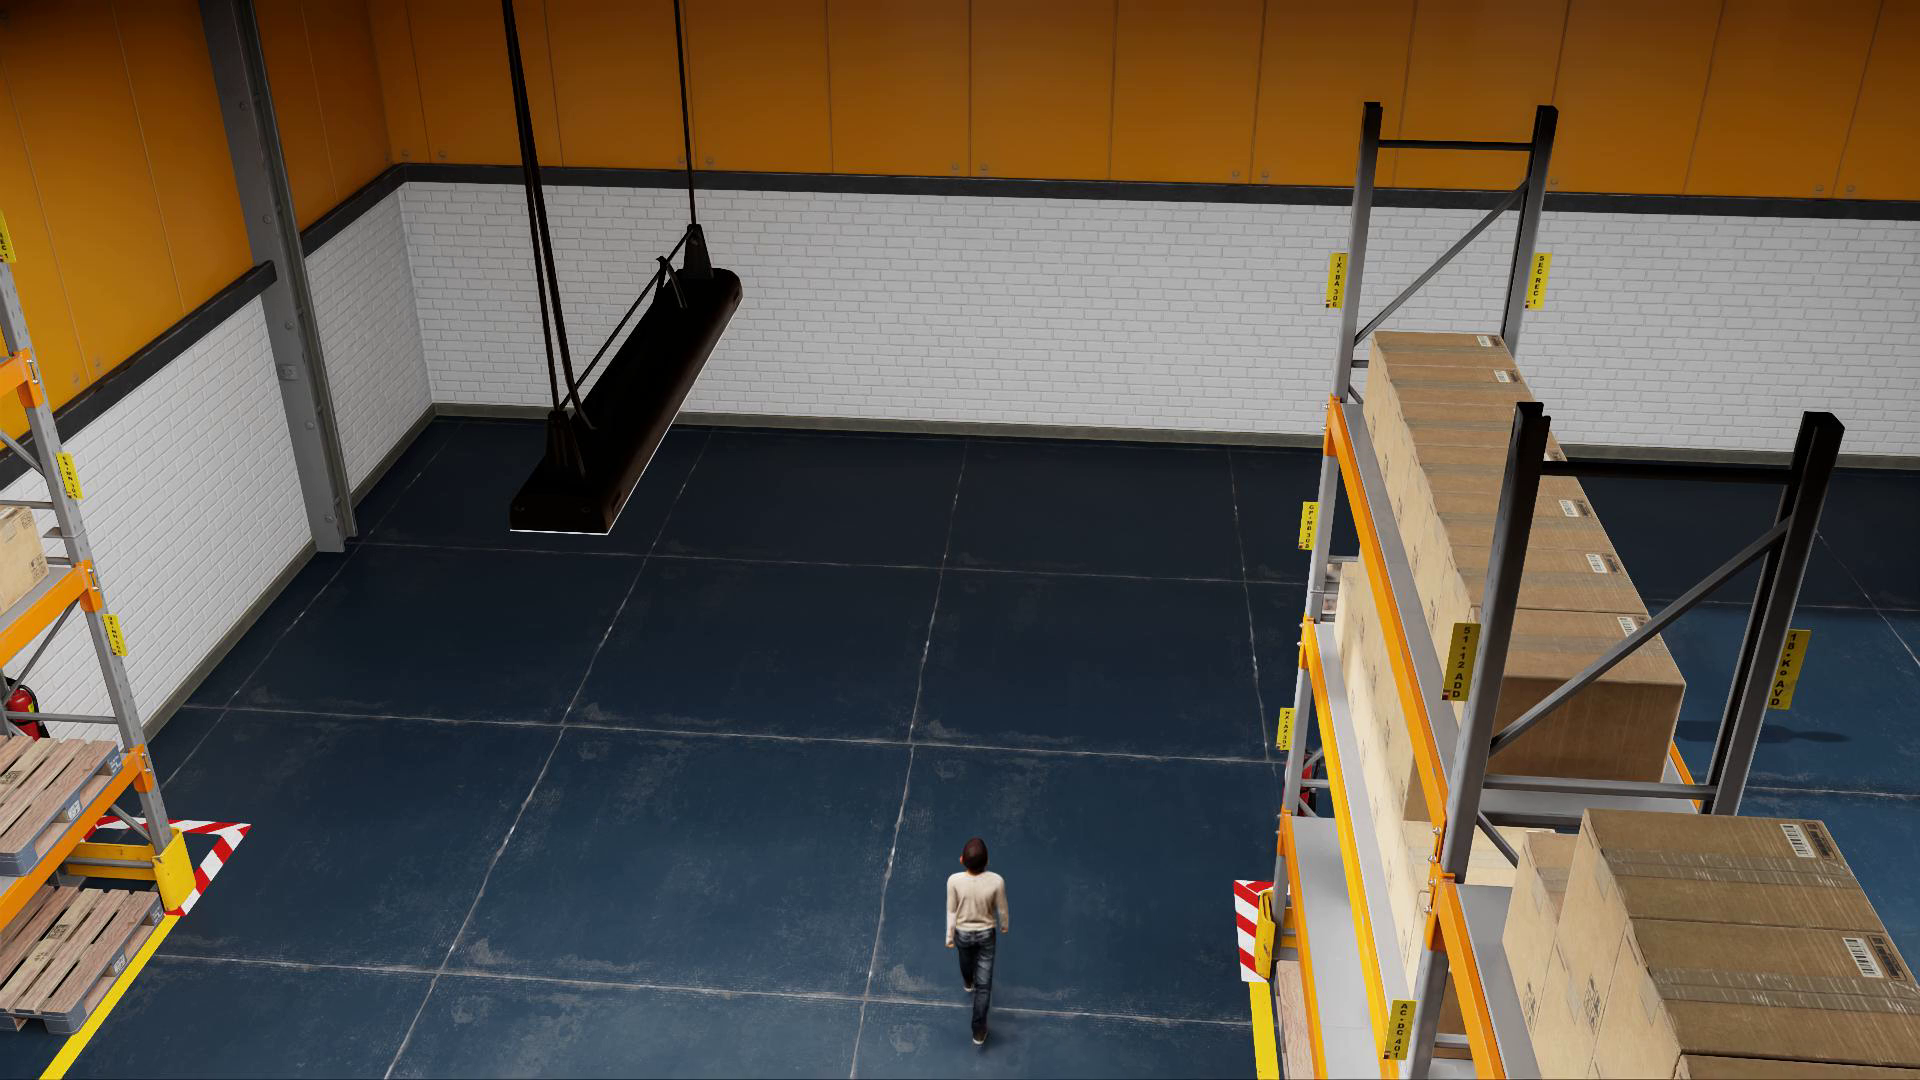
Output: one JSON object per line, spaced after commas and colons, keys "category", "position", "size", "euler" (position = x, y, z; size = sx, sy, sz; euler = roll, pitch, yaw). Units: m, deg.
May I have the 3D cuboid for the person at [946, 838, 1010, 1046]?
{"category": "person", "position": [0.099, 2.624, 10.842], "size": [0.556, 1.432, 0.982], "euler": [2, 29, 4]}
